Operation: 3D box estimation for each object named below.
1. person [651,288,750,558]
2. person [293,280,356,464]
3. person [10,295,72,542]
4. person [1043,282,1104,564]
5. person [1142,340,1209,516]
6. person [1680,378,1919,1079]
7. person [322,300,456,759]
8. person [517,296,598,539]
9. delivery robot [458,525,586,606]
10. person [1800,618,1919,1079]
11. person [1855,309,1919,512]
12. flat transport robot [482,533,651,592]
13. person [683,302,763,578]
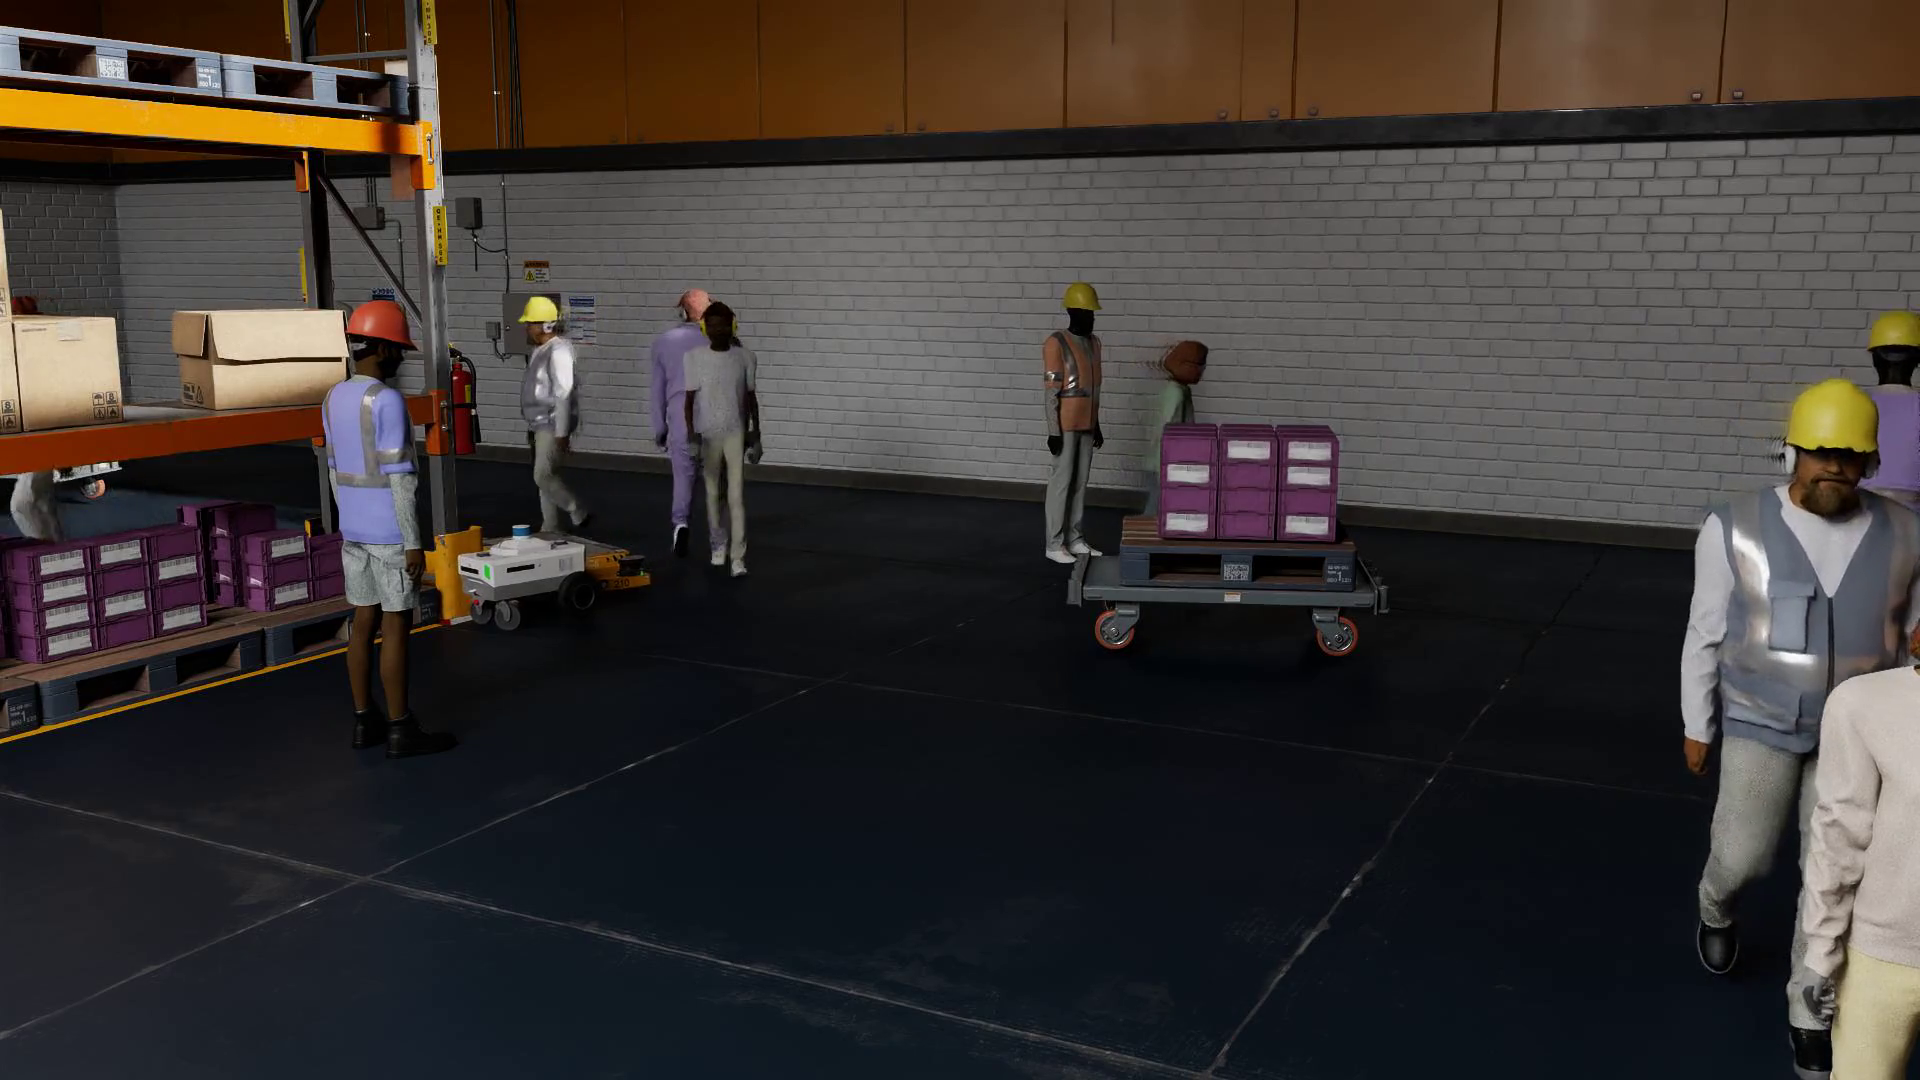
[{"bbox_3d":[-1.778,-0.775,11.399,0.671,1.888,0.525,1,10,5],"label":"person"},{"bbox_3d":[-6.391,-1.735,16.813,0.635,1.940,0.366,-2,10,-12],"label":"person"},{"bbox_3d":[-5.723,-0.557,10.202,0.602,1.864,0.514,8,13,38],"label":"person"},{"bbox_3d":[0.808,-0.804,11.461,0.382,1.924,0.594,8,12,38],"label":"person"},{"bbox_3d":[1.381,-0.424,10.202,0.799,1.587,0.605,1,10,8],"label":"person"},{"bbox_3d":[2.239,0.467,4.440,0.598,1.816,0.612,2,10,14],"label":"person"},{"bbox_3d":[-2.431,-0.042,7.041,0.542,1.930,0.367,8,13,39],"label":"person"},{"bbox_3d":[-2.937,-0.836,11.958,0.434,1.821,0.619,-5,11,-25],"label":"person"},{"bbox_3d":[-2.524,0.155,9.604,0.477,0.478,0.707,9,13,42],"label":"delivery robot"},{"bbox_3d":[1.828,0.794,3.080,0.497,1.629,0.277,4,11,23],"label":"person"},{"bbox_3d":[3.737,0.022,6.764,0.594,1.901,0.493,4,11,23],"label":"person"},{"bbox_3d":[-2.651,0.139,10.787,0.652,0.197,1.431,-8,13,-39],"label":"flat transport robot"},{"bbox_3d":[-1.574,-0.672,11.061,0.519,1.811,0.933,-1,10,-7],"label":"person"}]
